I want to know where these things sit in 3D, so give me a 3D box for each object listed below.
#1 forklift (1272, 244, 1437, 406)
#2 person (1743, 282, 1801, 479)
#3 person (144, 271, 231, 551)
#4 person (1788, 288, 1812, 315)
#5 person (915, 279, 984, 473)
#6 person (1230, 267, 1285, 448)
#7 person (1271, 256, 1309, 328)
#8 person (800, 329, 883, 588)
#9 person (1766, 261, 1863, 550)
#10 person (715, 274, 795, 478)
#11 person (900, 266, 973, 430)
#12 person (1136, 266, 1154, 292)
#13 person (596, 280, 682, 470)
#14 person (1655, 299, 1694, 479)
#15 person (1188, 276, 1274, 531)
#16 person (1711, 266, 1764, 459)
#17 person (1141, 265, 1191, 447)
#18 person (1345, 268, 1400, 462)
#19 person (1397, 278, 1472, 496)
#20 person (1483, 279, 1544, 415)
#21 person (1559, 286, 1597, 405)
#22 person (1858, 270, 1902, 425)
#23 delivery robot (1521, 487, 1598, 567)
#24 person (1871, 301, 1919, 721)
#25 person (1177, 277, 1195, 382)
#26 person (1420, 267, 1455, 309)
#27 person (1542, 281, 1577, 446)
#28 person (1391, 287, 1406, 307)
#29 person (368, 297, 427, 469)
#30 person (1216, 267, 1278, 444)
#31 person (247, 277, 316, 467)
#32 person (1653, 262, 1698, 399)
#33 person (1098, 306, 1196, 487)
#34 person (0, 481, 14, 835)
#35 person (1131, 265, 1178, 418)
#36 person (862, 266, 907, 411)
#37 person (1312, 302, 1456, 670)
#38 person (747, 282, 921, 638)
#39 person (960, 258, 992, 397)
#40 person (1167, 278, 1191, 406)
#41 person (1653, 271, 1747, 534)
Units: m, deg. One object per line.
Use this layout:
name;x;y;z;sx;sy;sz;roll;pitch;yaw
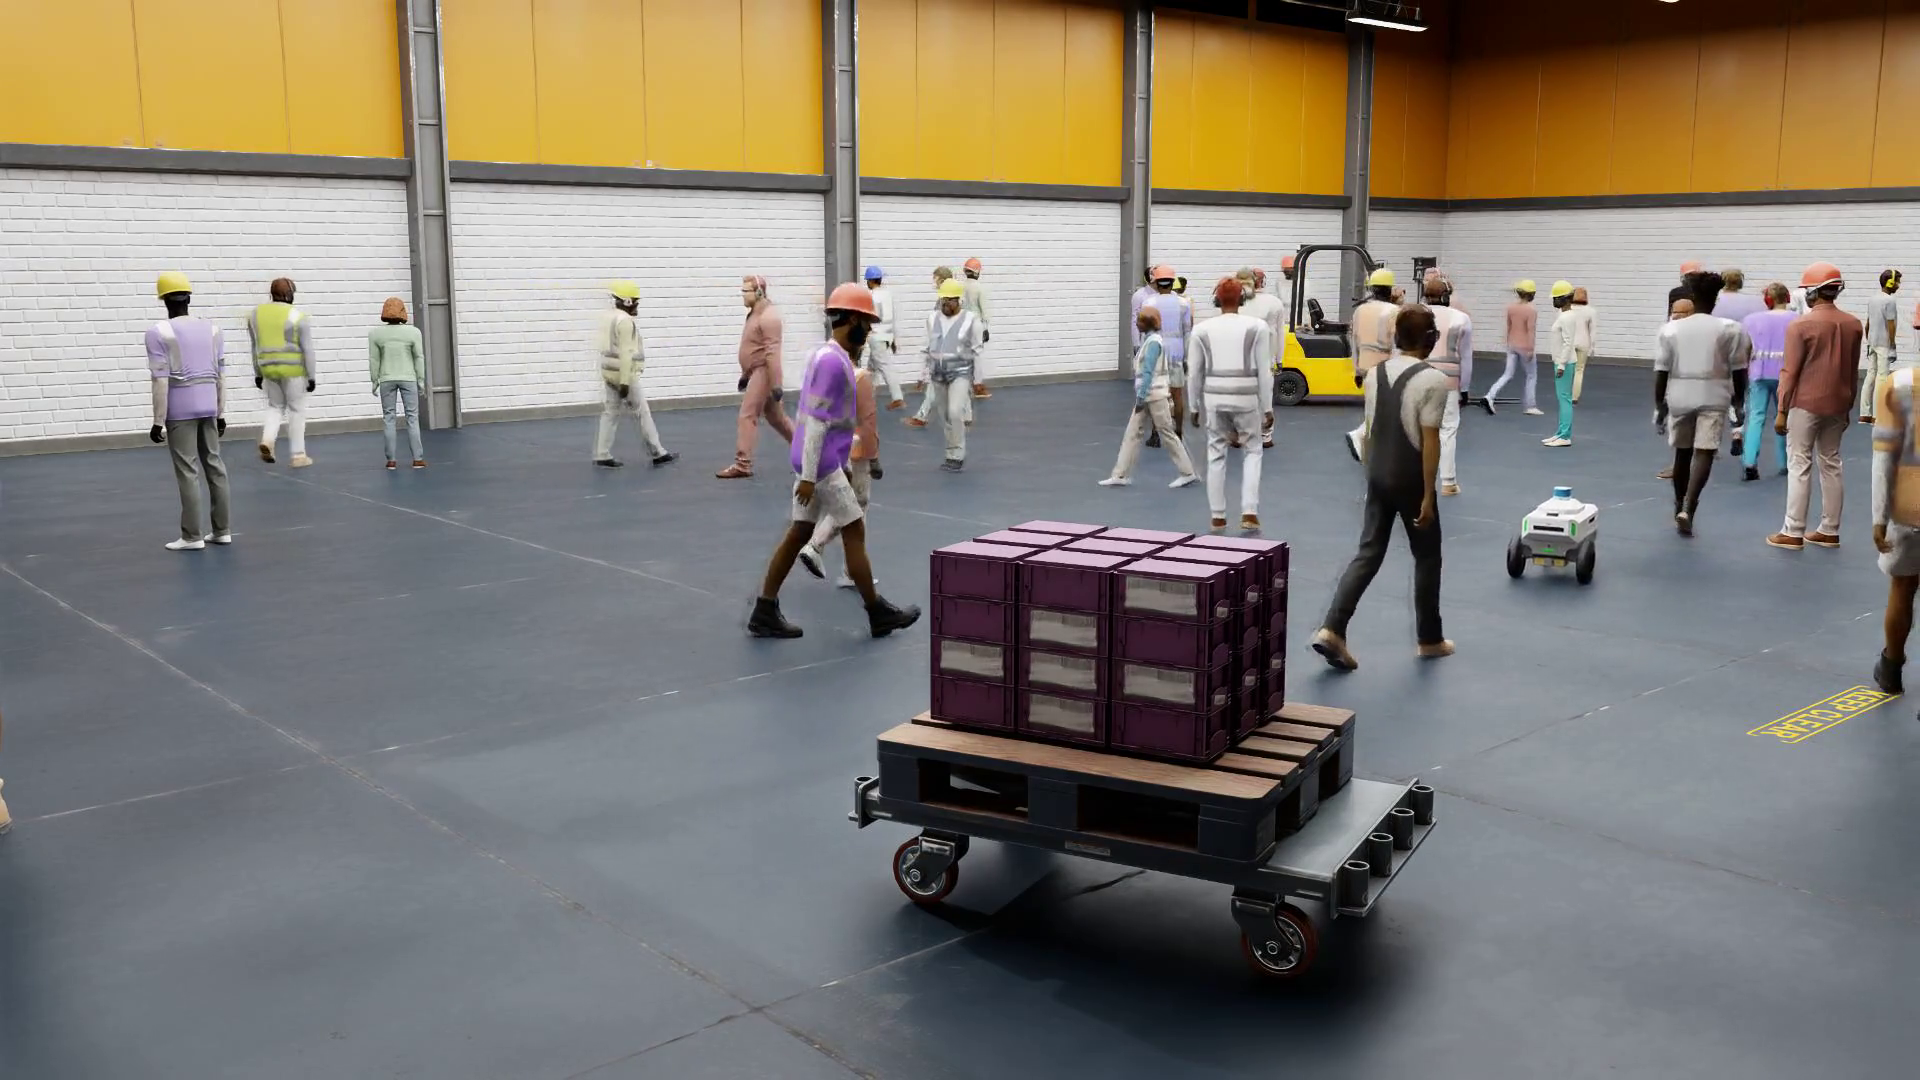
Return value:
forklift;5.256;-2.933;22.661;2.313;2.155;1.214;3;10;16
person;7.410;-1.450;15.176;0.564;1.793;0.913;5;11;29
person;-5.325;-0.881;11.455;0.392;1.919;0.589;5;11;26
person;11.996;-2.934;23.538;0.546;1.902;0.810;3;10;18
person;-0.127;-1.531;15.594;0.614;1.810;0.659;5;11;29
person;3.093;-1.918;17.568;0.654;1.904;0.406;1;10;8
person;5.276;-3.558;26.845;0.624;2.019;0.752;7;12;34
person;-0.692;-0.501;10.086;0.411;1.628;0.519;-6;12;-33
person;5.910;-0.923;11.515;0.617;1.986;0.408;-3;10;-16
person;-1.754;-1.502;15.261;0.942;1.864;0.635;-2;10;-12
person;-0.282;-2.223;19.359;0.979;1.895;0.648;-1;10;-8
person;2.838;-3.118;24.679;0.508;1.877;0.329;9;13;43
person;-3.104;-1.562;15.815;0.891;1.787;0.609;-6;11;-29
person;6.550;-1.367;15.135;0.279;1.632;0.507;6;11;32
person;1.978;-0.982;12.158;0.638;1.875;0.409;4;10;20
person;7.597;-1.748;16.526;0.632;1.928;0.471;2;10;10
person;2.164;-1.945;17.657;0.546;1.927;0.385;-2;10;-10
person;3.998;-1.666;16.073;0.623;1.911;0.609;-5;11;-28
person;4.016;-1.293;14.110;0.624;1.838;0.430;5;11;26
person;7.083;-2.443;21.170;0.786;1.746;0.537;-5;11;-25
person;8.349;-2.624;22.546;0.505;1.621;0.384;3;10;18
person;11.073;-2.308;19.972;0.328;1.865;0.521;-1;10;-5
delivery robot;3.809;-0.094;10.548;0.477;0.478;0.707;6;11;31
person;4.313;-0.159;7.348;0.560;1.890;0.992;4;11;24
person;3.521;-3.384;26.784;0.530;1.689;0.322;5;11;27
person;5.474;-2.226;19.416;0.436;1.886;0.668;-2;10;-10
person;6.404;-1.873;17.734;0.328;1.759;0.524;3;10;17
person;5.390;-2.329;20.748;0.310;1.638;0.523;4;10;22
person;-5.350;-1.486;15.830;0.500;1.633;0.286;-2;10;-10
person;2.941;-1.848;17.130;0.665;1.918;0.646;0;10;1
person;-6.453;-1.588;15.872;0.645;1.825;0.491;1;10;9
person;10.095;-2.890;23.162;0.652;1.935;1.041;-1;10;-6
person;1.684;-1.239;14.513;0.851;1.598;0.525;-1;10;-4
person;-3.549;0.051;5.634;0.614;2.042;0.373;3;10;15
person;2.455;-2.469;20.789;0.642;1.909;0.409;-3;10;-17
person;-1.062;-2.644;21.864;0.967;1.905;0.612;5;11;27
person;2.115;-0.259;8.165;0.913;1.809;0.513;-7;12;-37
person;-0.678;-0.403;8.751;0.991;1.873;0.575;-1;10;-8
person;0.178;-3.045;23.903;0.608;1.995;0.377;7;12;36
person;2.884;-2.673;22.465;0.522;1.747;0.416;6;12;33
person;5.417;-1.009;12.214;0.612;1.923;0.938;7;12;35
